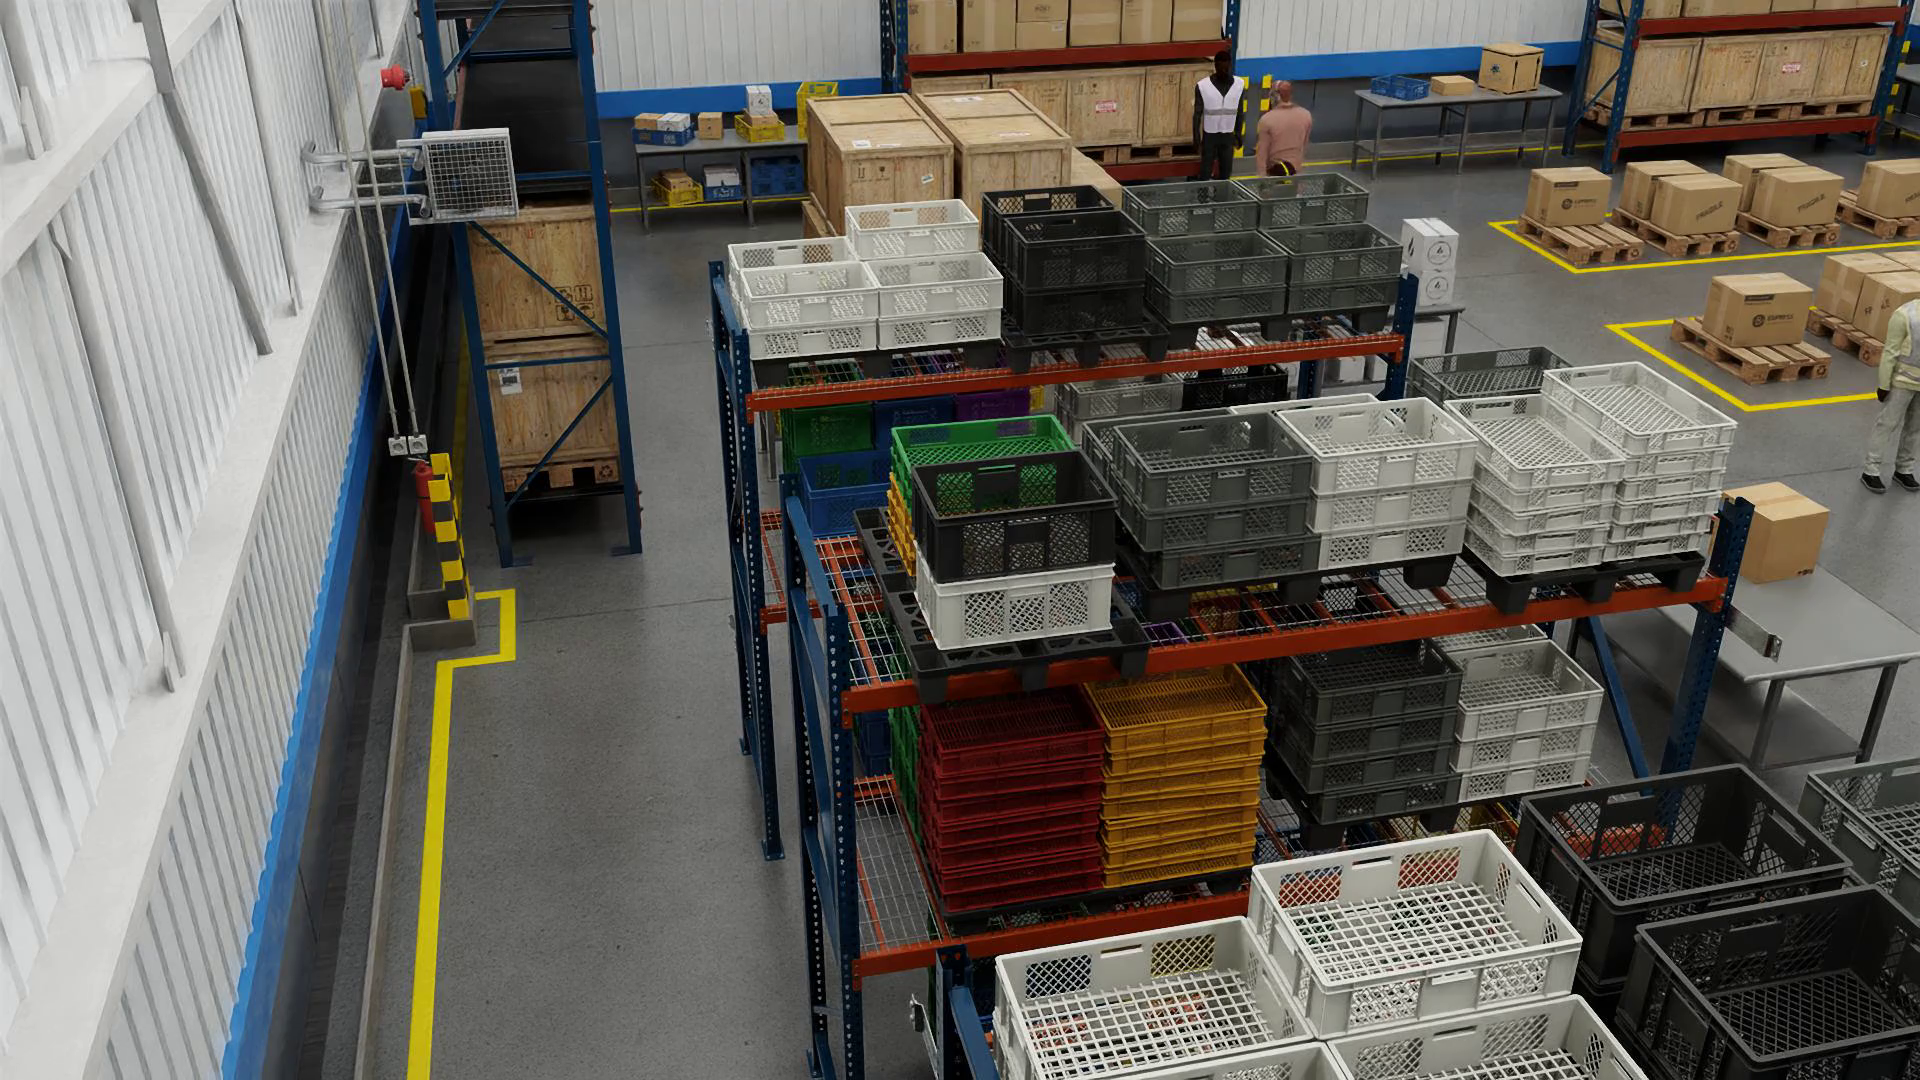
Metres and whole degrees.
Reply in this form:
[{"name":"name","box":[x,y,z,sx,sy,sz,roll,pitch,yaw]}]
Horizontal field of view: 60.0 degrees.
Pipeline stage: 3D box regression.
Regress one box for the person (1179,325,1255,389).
[{"name":"person","box":[1.828,-0.896,12.012,0.574,1.879,0.345,18,32,30]}]

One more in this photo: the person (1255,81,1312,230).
[{"name":"person","box":[3.431,-3.993,17.897,0.667,1.864,0.614,-7,29,-14]}]

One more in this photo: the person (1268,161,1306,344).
[{"name":"person","box":[3.005,-2.515,15.108,0.513,1.849,0.676,-6,28,-11]}]

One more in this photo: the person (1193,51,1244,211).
[{"name":"person","box":[2.956,-4.670,19.140,0.597,1.908,0.406,-5,28,-10]}]

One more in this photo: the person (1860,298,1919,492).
[{"name":"person","box":[7.306,-1.229,12.700,0.586,1.825,0.403,-3,28,-5]}]
